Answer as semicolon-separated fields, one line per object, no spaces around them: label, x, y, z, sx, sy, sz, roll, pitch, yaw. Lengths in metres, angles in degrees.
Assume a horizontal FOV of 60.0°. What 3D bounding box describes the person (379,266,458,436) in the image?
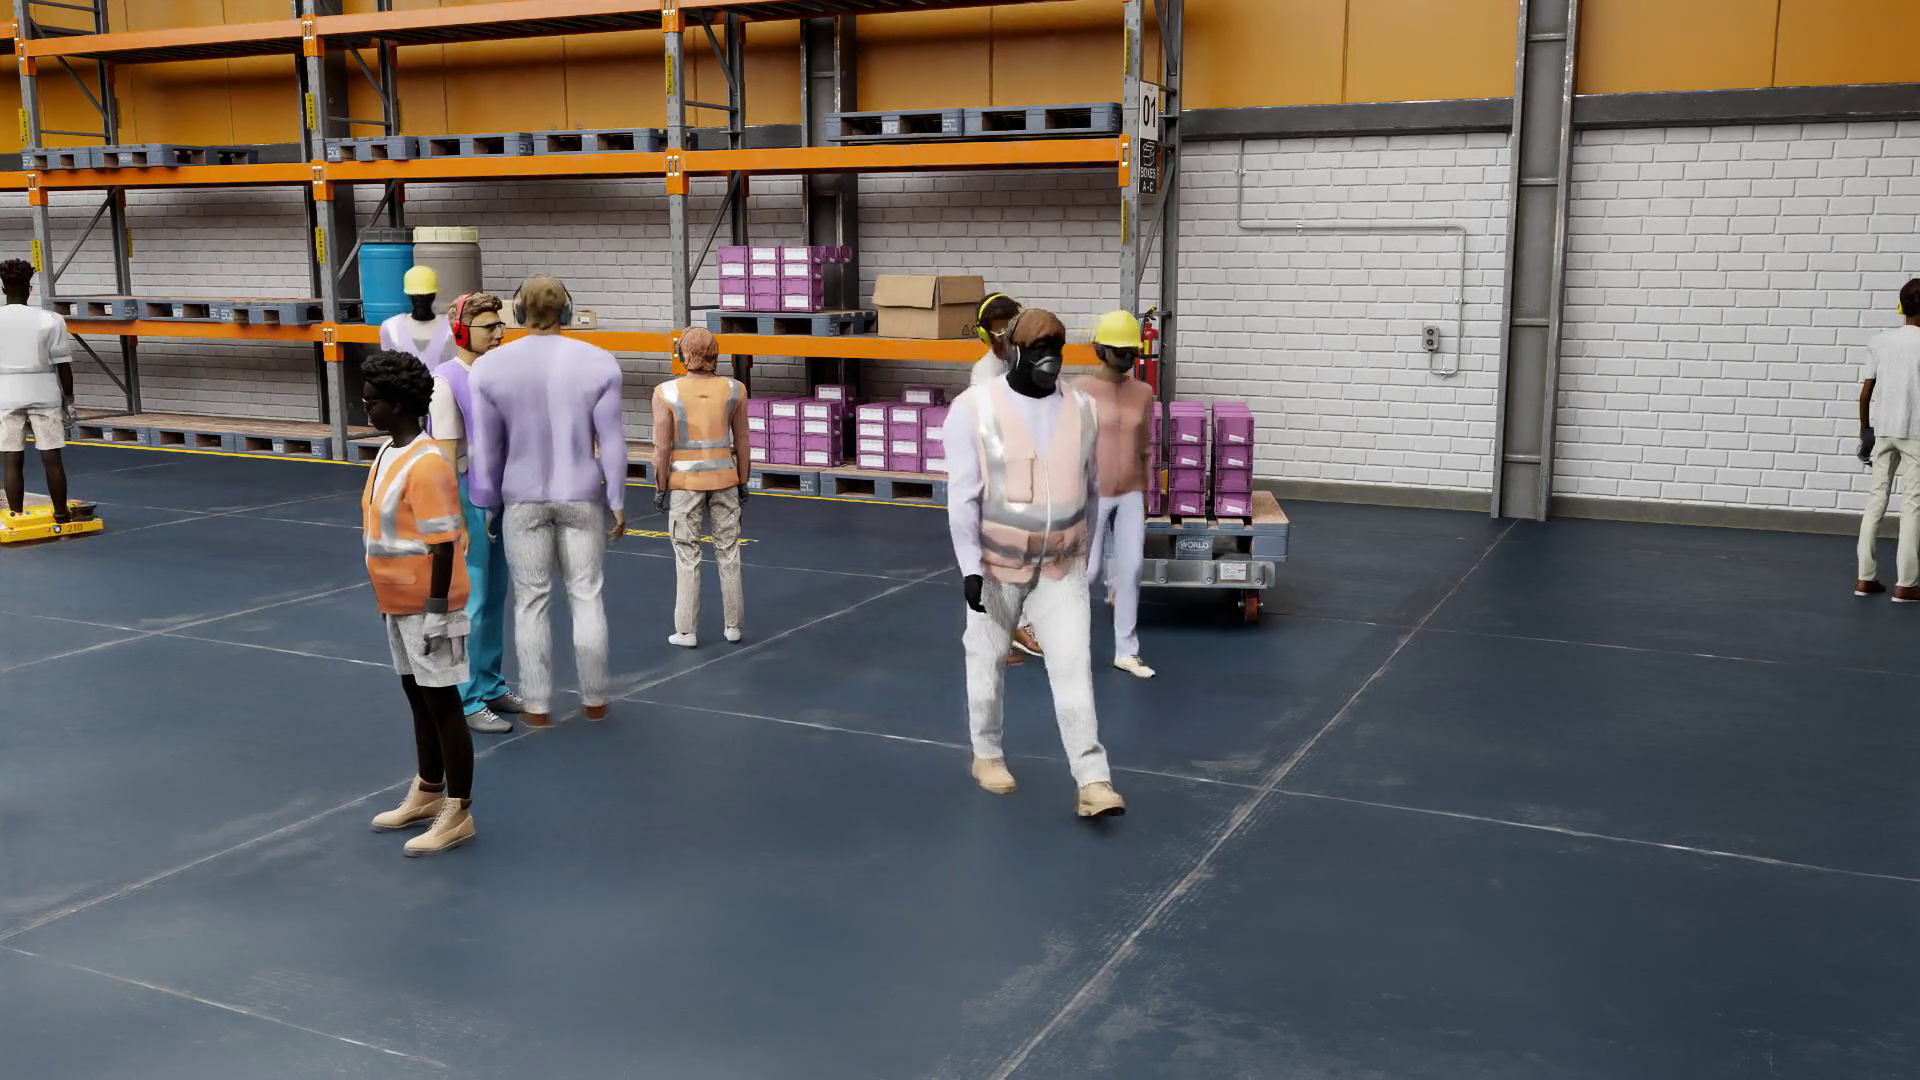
person;-3.564;-0.860;11.101;0.600;1.899;0.776;-2;10;-10

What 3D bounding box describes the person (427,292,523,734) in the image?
person;-2.046;-0.118;7.044;0.381;1.845;0.570;1;10;8

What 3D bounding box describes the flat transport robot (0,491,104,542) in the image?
flat transport robot;-6.865;-0.187;11.946;1.431;0.197;0.652;7;12;33

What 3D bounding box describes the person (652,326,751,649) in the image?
person;-1.307;-0.262;8.460;0.522;1.640;0.306;-5;11;-26

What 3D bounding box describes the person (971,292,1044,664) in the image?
person;0.219;-0.272;7.997;0.459;1.823;0.624;5;11;27

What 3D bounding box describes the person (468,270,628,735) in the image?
person;-1.708;-0.152;6.983;0.634;1.937;0.363;-3;10;-16

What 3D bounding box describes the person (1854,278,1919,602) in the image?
person;5.456;-0.579;9.618;0.309;1.868;0.535;-6;11;-29

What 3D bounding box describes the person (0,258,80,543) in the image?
person;-6.464;-0.959;11.516;0.614;1.963;0.362;-4;11;-23

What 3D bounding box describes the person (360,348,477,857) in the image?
person;-1.826;0.208;5.601;0.322;1.698;0.533;-7;12;-34

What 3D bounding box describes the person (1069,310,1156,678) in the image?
person;0.677;-0.231;7.973;0.540;1.744;0.584;-5;11;-26

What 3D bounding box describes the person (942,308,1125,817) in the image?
person;0.263;0.093;5.940;0.620;1.803;0.930;-3;10;-18
